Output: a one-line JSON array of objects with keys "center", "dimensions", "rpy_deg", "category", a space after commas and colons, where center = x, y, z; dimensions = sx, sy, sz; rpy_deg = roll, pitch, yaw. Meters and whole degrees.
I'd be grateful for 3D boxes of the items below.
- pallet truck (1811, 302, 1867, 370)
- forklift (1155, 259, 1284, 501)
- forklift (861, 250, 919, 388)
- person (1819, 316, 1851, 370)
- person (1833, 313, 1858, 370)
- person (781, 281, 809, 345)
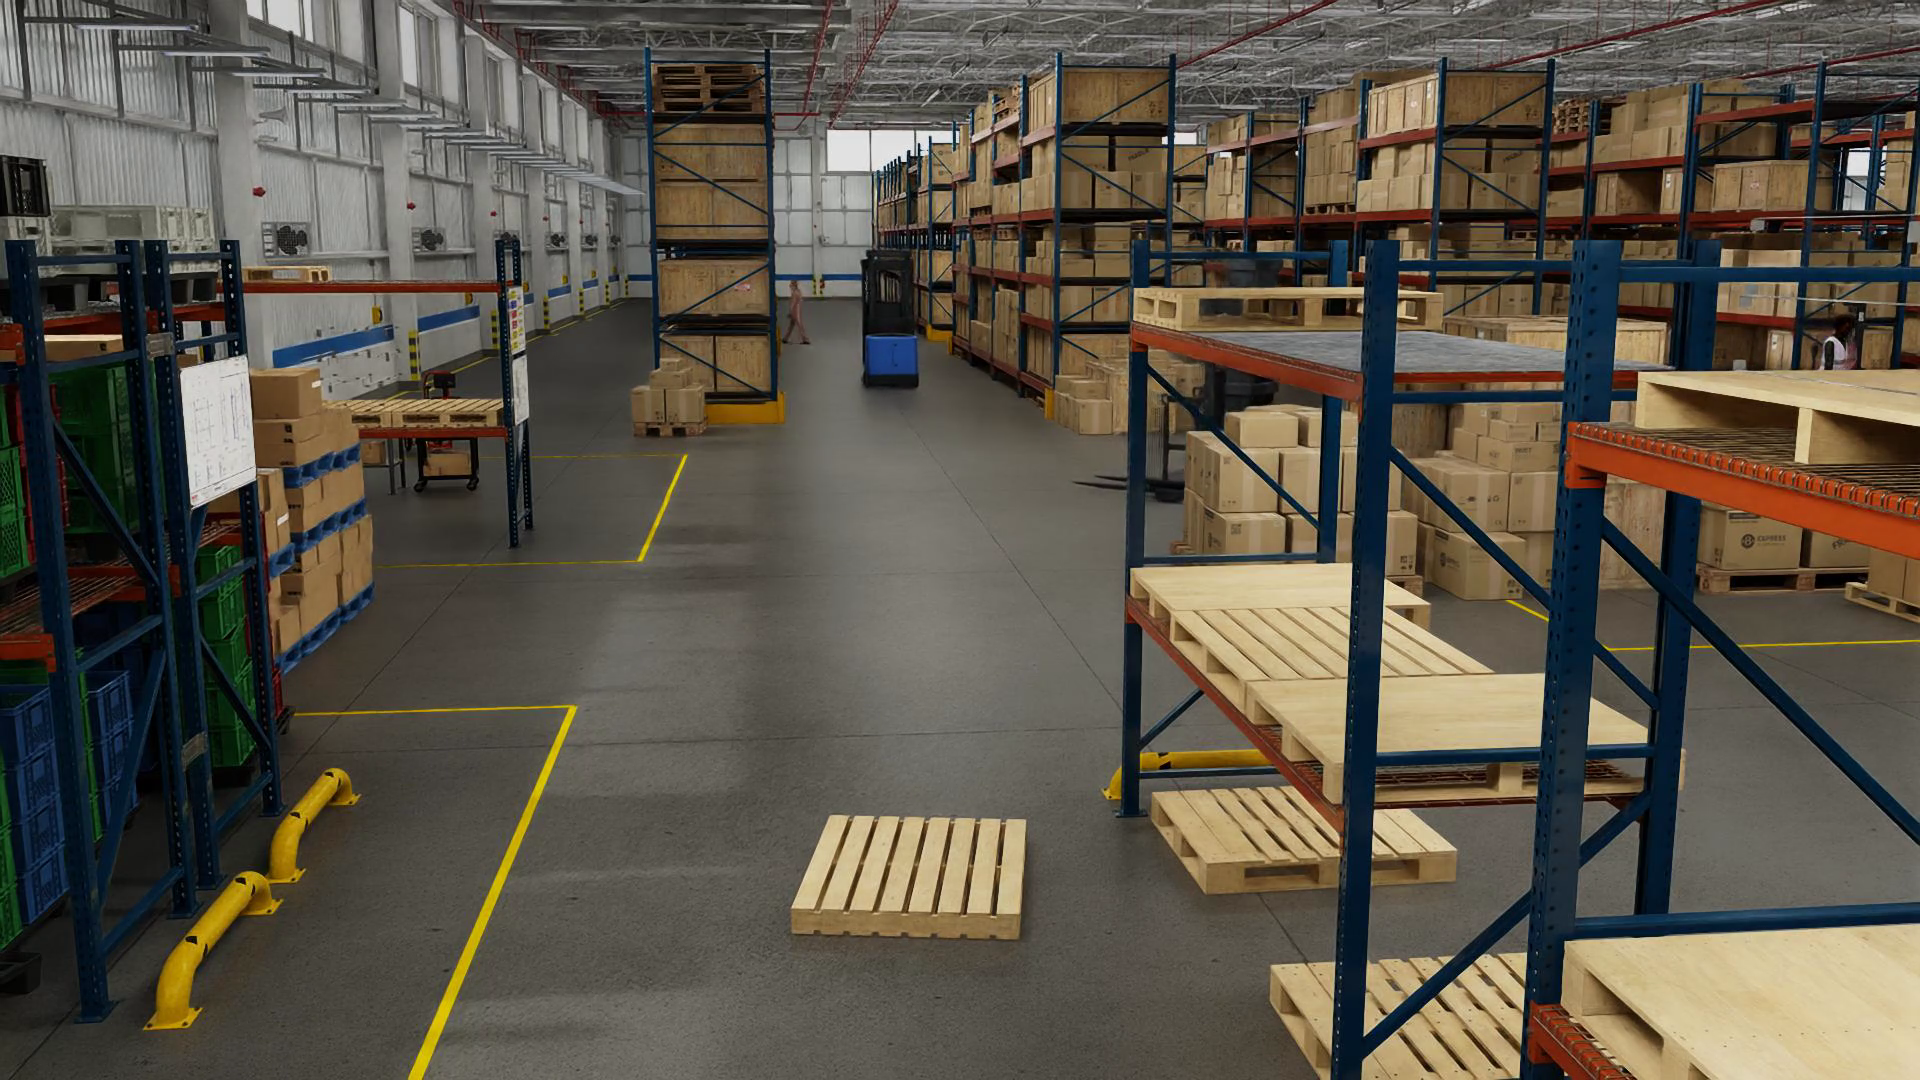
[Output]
[{"center": [15.846, -3.142, 28.793], "dimensions": [1.885, 1.965, 0.823], "rpy_deg": [2, 10, 12], "category": "pallet truck"}, {"center": [3.356, -1.833, 19.092], "dimensions": [1.873, 2.768, 1.129], "rpy_deg": [6, 12, 29], "category": "forklift"}, {"center": [-1.455, -4.588, 34.355], "dimensions": [1.129, 2.768, 1.873], "rpy_deg": [-1, 10, -6], "category": "forklift"}, {"center": [13.026, -2.380, 24.820], "dimensions": [0.587, 1.911, 0.397], "rpy_deg": [-10, 14, -42], "category": "person"}, {"center": [14.858, -2.929, 28.146], "dimensions": [0.889, 1.816, 0.623], "rpy_deg": [4, 11, 22], "category": "person"}, {"center": [-4.841, -6.596, 48.308], "dimensions": [0.987, 1.853, 0.660], "rpy_deg": [0, 10, 0], "category": "person"}]
